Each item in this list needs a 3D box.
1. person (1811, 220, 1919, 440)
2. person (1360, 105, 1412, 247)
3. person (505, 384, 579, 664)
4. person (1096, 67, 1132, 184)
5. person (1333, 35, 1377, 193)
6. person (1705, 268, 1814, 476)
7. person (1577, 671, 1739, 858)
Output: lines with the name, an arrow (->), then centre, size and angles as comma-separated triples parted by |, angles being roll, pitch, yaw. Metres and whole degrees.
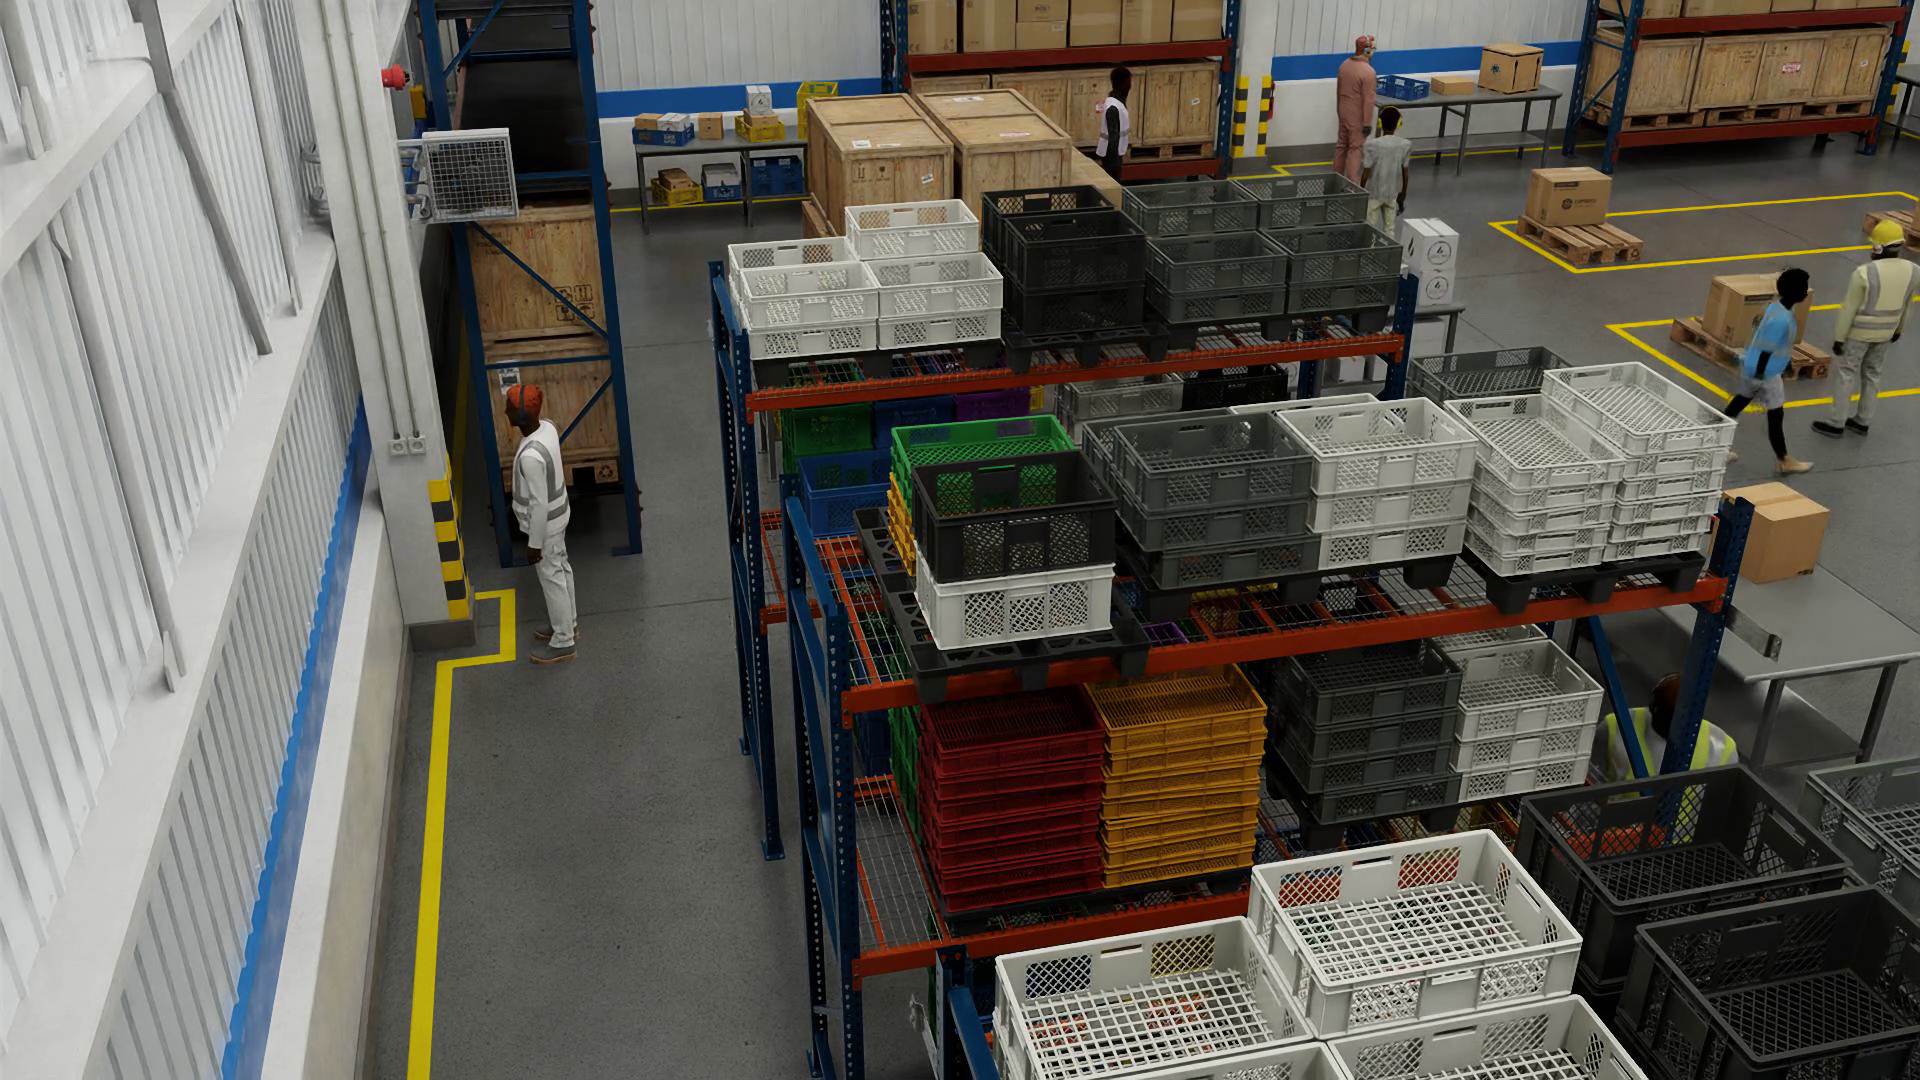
person -> 7.462, -1.720, 13.631 | 0.680, 1.821, 0.404 | -5, 28, -10
person -> 4.277, -3.468, 16.899 | 0.526, 1.865, 0.315 | -1, 28, -2
person -> -2.642, -0.108, 10.507 | 0.356, 1.882, 0.574 | -2, 28, -4
person -> 1.691, -4.226, 18.280 | 0.391, 1.920, 0.593 | 3, 28, 5
person -> 4.738, -5.049, 19.855 | 0.399, 1.909, 0.642 | -10, 30, -19
person -> 6.425, -1.320, 13.036 | 0.856, 1.659, 0.543 | 11, 30, 20
person -> 3.158, 1.404, 7.682 | 0.625, 1.843, 0.430 | 10, 29, 18
